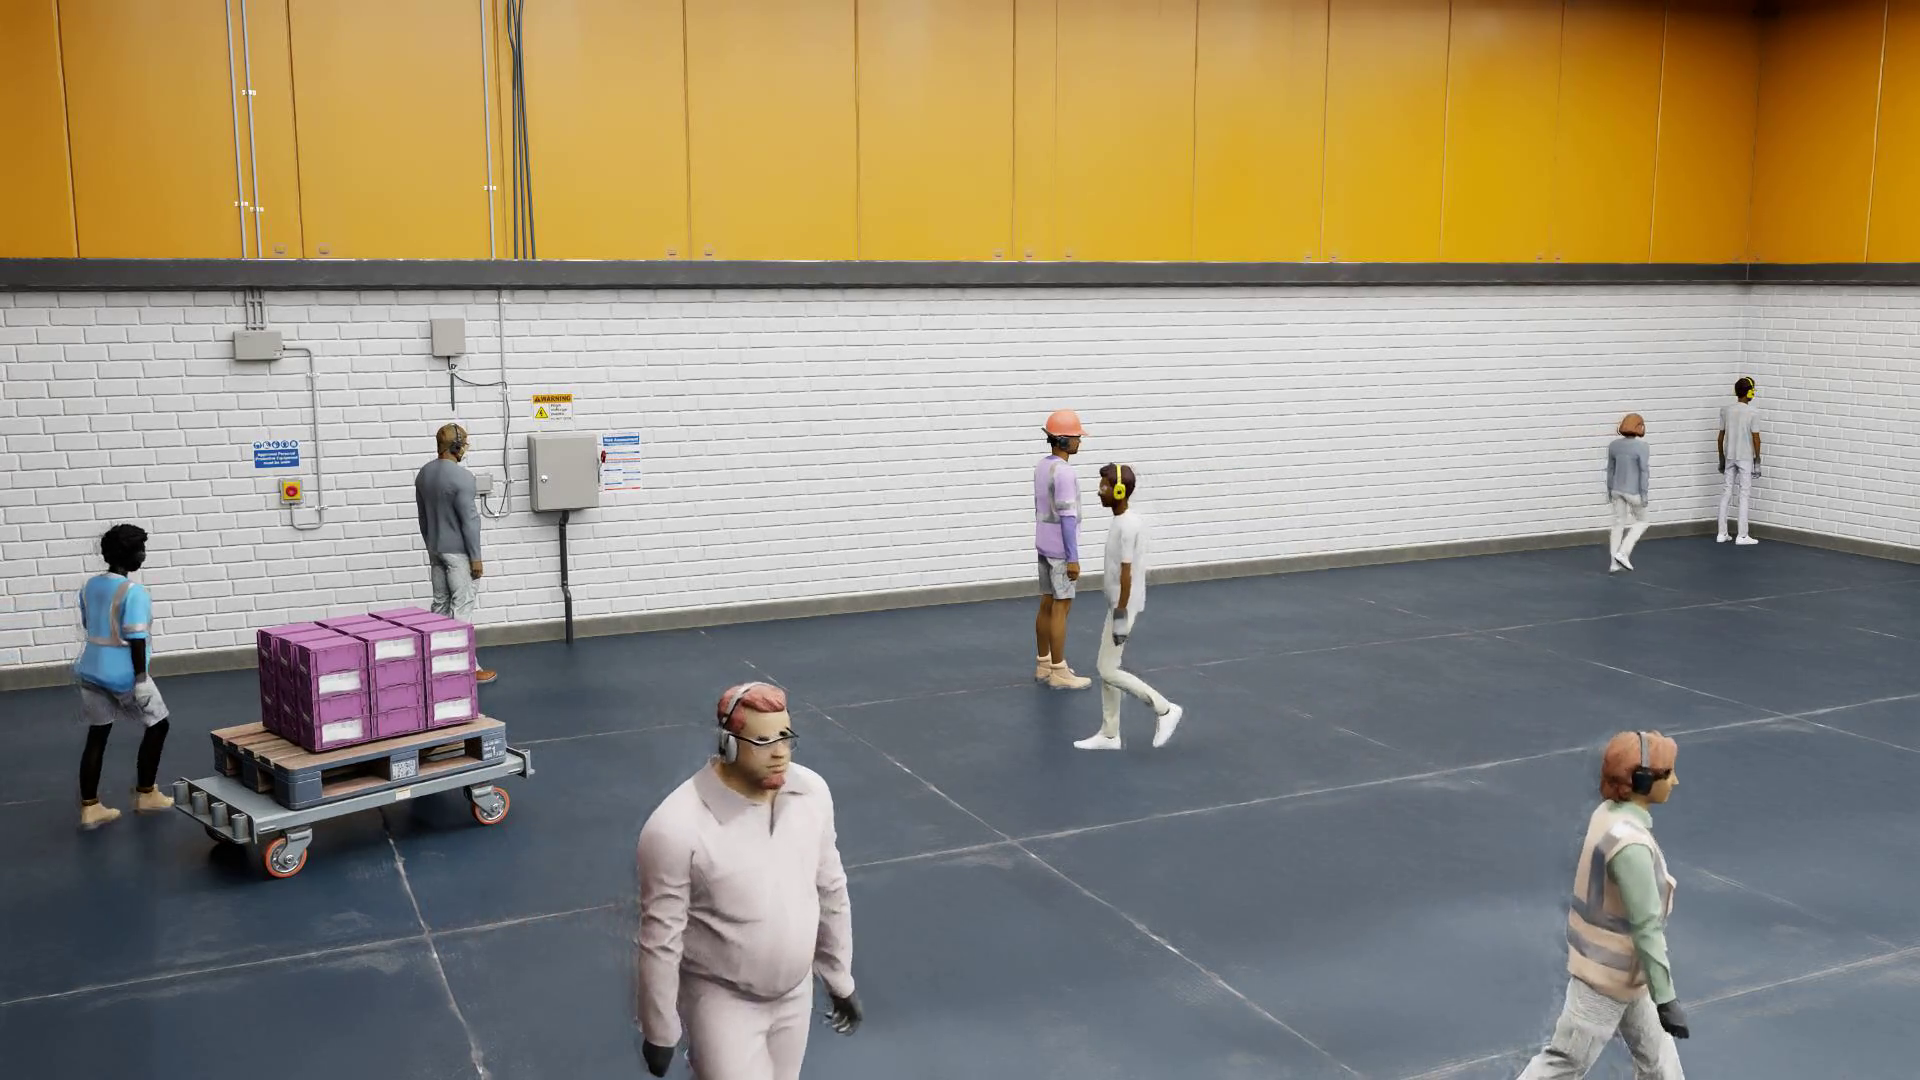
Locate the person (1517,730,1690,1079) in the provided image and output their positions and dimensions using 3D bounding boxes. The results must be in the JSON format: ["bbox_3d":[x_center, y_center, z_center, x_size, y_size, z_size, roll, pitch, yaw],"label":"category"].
[{"bbox_3d":[2.089,1.388,5.355,0.876,1.592,0.515,3,10,20],"label":"person"}]

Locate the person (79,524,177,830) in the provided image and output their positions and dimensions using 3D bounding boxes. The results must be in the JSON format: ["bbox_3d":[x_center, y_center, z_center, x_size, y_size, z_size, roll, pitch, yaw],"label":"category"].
[{"bbox_3d":[-4.579,0.734,9.124,0.643,1.660,0.642,5,10,29],"label":"person"}]

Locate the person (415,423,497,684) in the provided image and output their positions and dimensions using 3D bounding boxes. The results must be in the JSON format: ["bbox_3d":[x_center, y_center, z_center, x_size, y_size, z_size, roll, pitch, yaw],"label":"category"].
[{"bbox_3d":[-3.729,0.105,12.251,0.628,1.935,0.373,7,11,37],"label":"person"}]

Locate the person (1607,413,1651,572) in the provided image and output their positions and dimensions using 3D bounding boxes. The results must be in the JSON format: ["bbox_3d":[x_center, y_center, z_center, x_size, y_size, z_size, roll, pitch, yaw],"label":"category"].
[{"bbox_3d":[6.756,-0.476,16.803,0.366,1.618,0.518,-5,10,-28],"label":"person"}]

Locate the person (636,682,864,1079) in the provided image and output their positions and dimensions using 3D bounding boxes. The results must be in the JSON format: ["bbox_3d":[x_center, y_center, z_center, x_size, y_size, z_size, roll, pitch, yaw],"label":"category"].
[{"bbox_3d":[-0.596,1.328,4.810,0.437,1.890,0.664,7,12,39],"label":"person"}]

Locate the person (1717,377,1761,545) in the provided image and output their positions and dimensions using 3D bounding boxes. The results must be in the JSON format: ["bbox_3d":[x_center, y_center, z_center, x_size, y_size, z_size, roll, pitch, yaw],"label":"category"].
[{"bbox_3d":[8.711,-0.882,18.573,0.328,1.872,0.513,-6,11,-33],"label":"person"}]

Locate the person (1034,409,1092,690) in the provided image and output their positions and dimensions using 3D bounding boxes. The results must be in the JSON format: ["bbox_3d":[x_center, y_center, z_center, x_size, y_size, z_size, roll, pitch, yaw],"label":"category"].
[{"bbox_3d":[0.743,0.065,12.156,0.377,2.045,0.605,-3,10,-16],"label":"person"}]

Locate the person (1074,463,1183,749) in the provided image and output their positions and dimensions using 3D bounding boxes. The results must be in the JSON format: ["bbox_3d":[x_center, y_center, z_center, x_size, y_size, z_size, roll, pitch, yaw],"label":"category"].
[{"bbox_3d":[1.053,0.439,10.440,0.584,1.851,0.535,0,9,0],"label":"person"}]
